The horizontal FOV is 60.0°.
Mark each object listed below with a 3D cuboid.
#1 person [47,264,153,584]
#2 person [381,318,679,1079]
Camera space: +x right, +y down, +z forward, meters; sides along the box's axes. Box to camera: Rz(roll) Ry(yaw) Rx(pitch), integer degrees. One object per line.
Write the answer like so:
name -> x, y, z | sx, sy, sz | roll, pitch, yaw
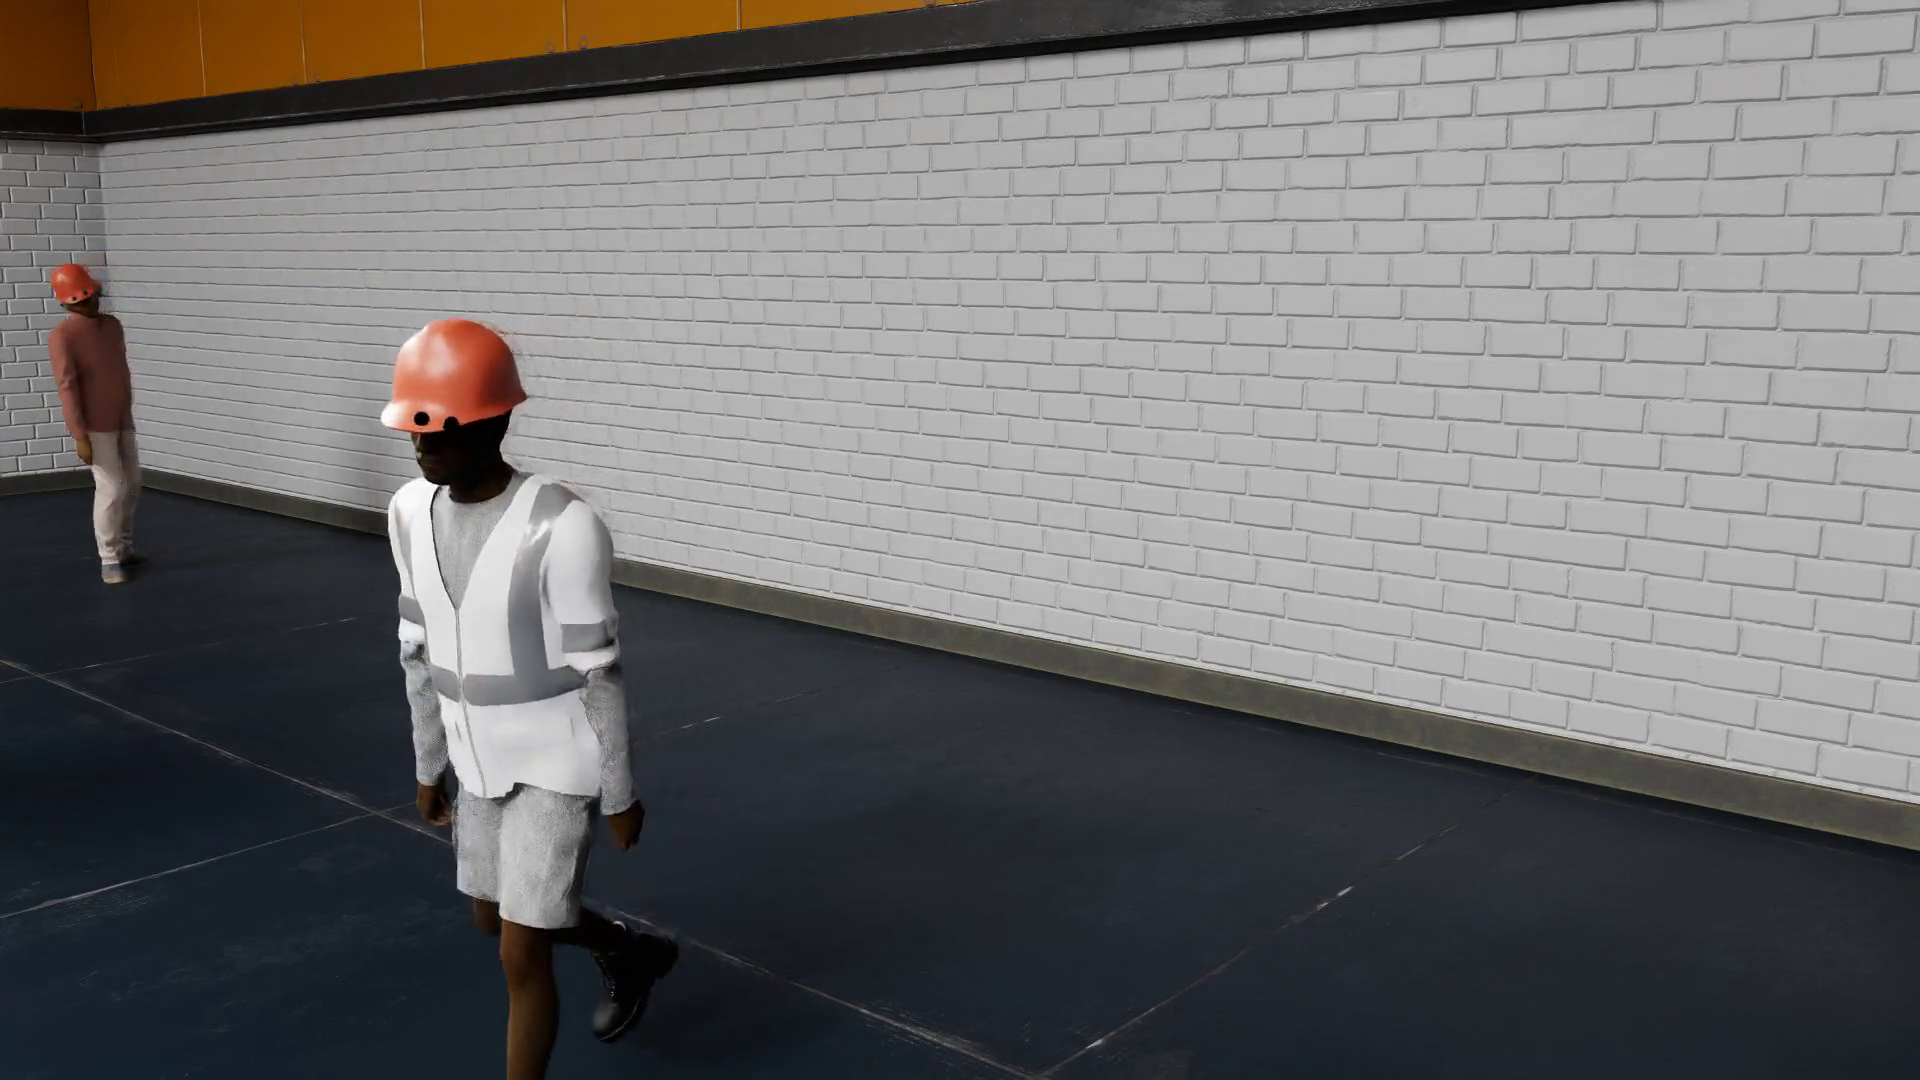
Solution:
person -> -5.208, -0.707, 10.139 | 0.403, 1.930, 0.808 | 1, 10, 5
person -> -0.886, 0.453, 3.626 | 0.569, 1.898, 0.859 | 5, 11, 29
